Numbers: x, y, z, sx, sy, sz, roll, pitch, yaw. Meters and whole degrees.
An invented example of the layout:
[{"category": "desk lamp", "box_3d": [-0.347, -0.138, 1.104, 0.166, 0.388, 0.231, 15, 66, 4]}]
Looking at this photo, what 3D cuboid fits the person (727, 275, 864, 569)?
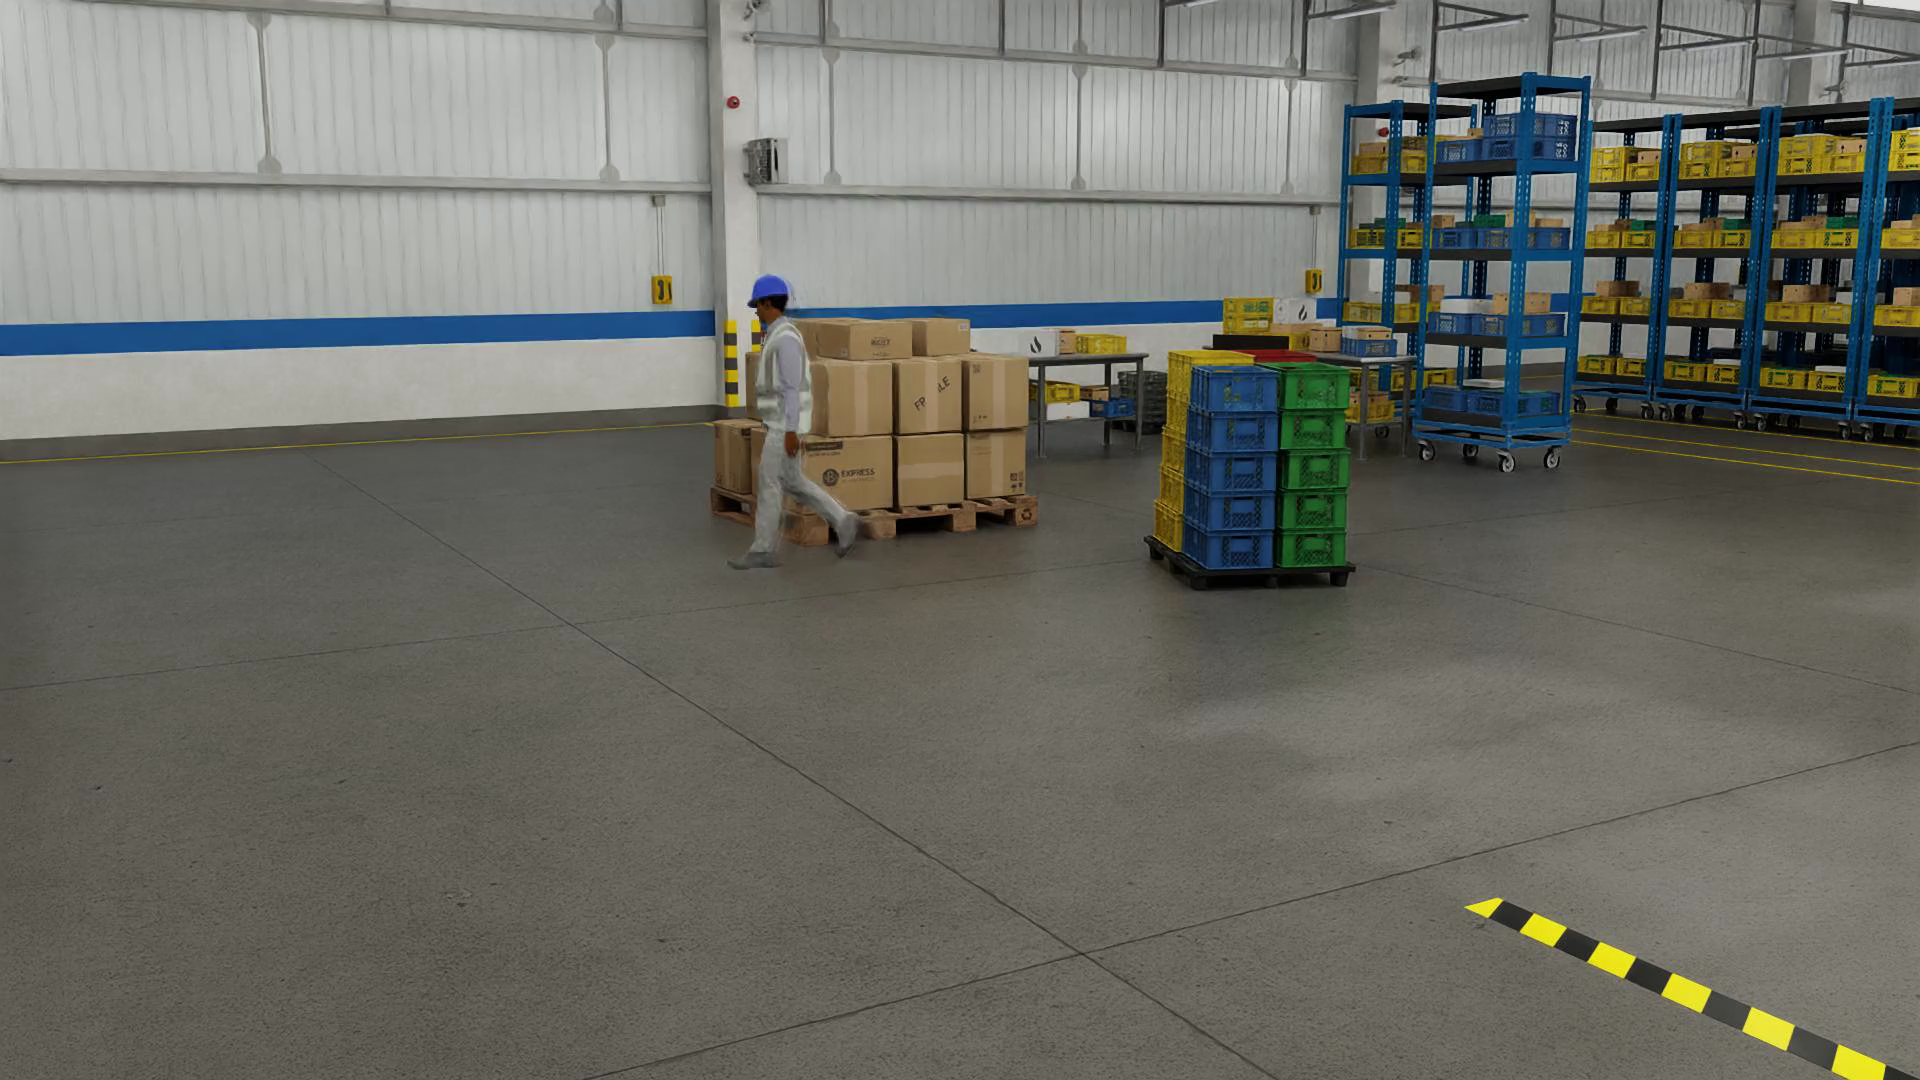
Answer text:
[{"category": "person", "box_3d": [-1.075, -0.768, 10.814, 0.862, 1.904, 0.632, -2, 10, -14]}]
